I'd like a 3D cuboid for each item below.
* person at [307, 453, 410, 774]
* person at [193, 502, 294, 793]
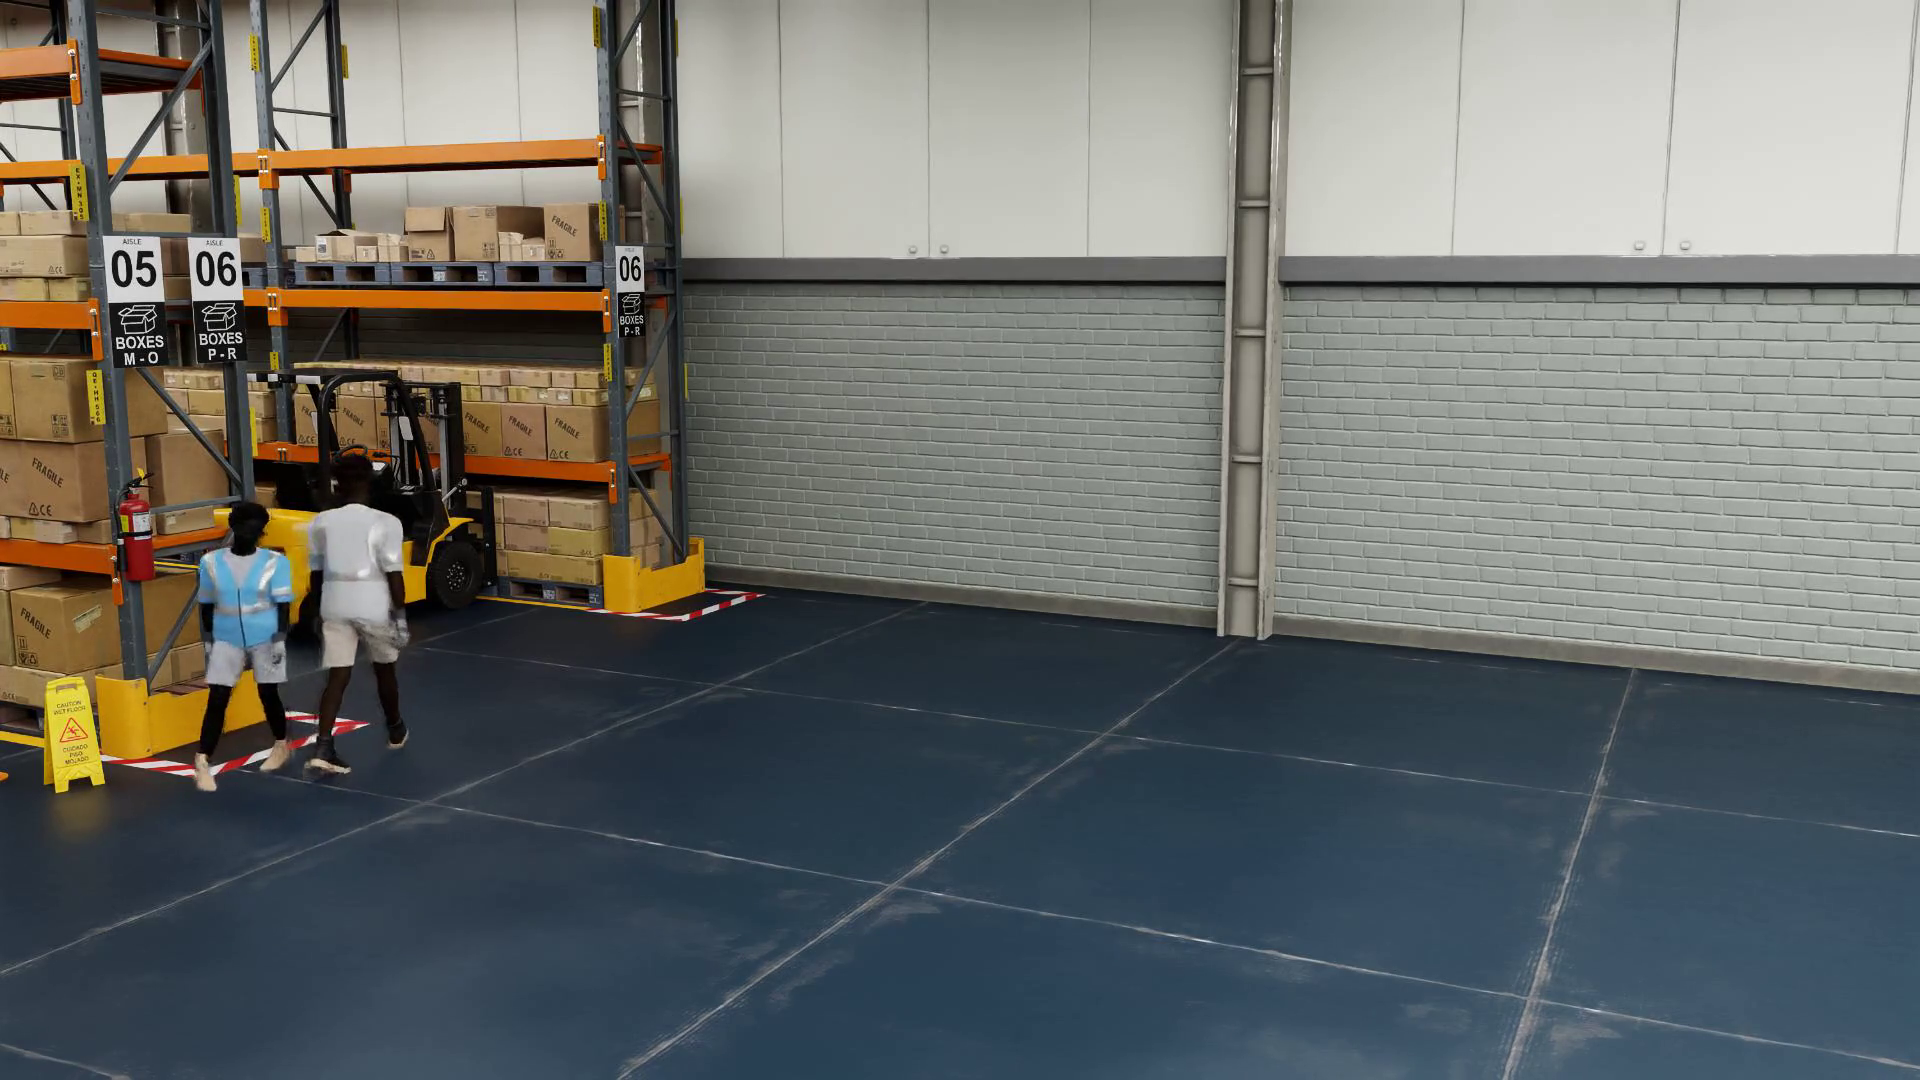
[{"bbox_3d":[-3.678,0.441,10.152,0.660,1.912,1.017,0,9,1],"label":"person"},{"bbox_3d":[-4.248,0.613,9.840,0.599,1.661,0.567,-2,9,-12],"label":"person"}]
